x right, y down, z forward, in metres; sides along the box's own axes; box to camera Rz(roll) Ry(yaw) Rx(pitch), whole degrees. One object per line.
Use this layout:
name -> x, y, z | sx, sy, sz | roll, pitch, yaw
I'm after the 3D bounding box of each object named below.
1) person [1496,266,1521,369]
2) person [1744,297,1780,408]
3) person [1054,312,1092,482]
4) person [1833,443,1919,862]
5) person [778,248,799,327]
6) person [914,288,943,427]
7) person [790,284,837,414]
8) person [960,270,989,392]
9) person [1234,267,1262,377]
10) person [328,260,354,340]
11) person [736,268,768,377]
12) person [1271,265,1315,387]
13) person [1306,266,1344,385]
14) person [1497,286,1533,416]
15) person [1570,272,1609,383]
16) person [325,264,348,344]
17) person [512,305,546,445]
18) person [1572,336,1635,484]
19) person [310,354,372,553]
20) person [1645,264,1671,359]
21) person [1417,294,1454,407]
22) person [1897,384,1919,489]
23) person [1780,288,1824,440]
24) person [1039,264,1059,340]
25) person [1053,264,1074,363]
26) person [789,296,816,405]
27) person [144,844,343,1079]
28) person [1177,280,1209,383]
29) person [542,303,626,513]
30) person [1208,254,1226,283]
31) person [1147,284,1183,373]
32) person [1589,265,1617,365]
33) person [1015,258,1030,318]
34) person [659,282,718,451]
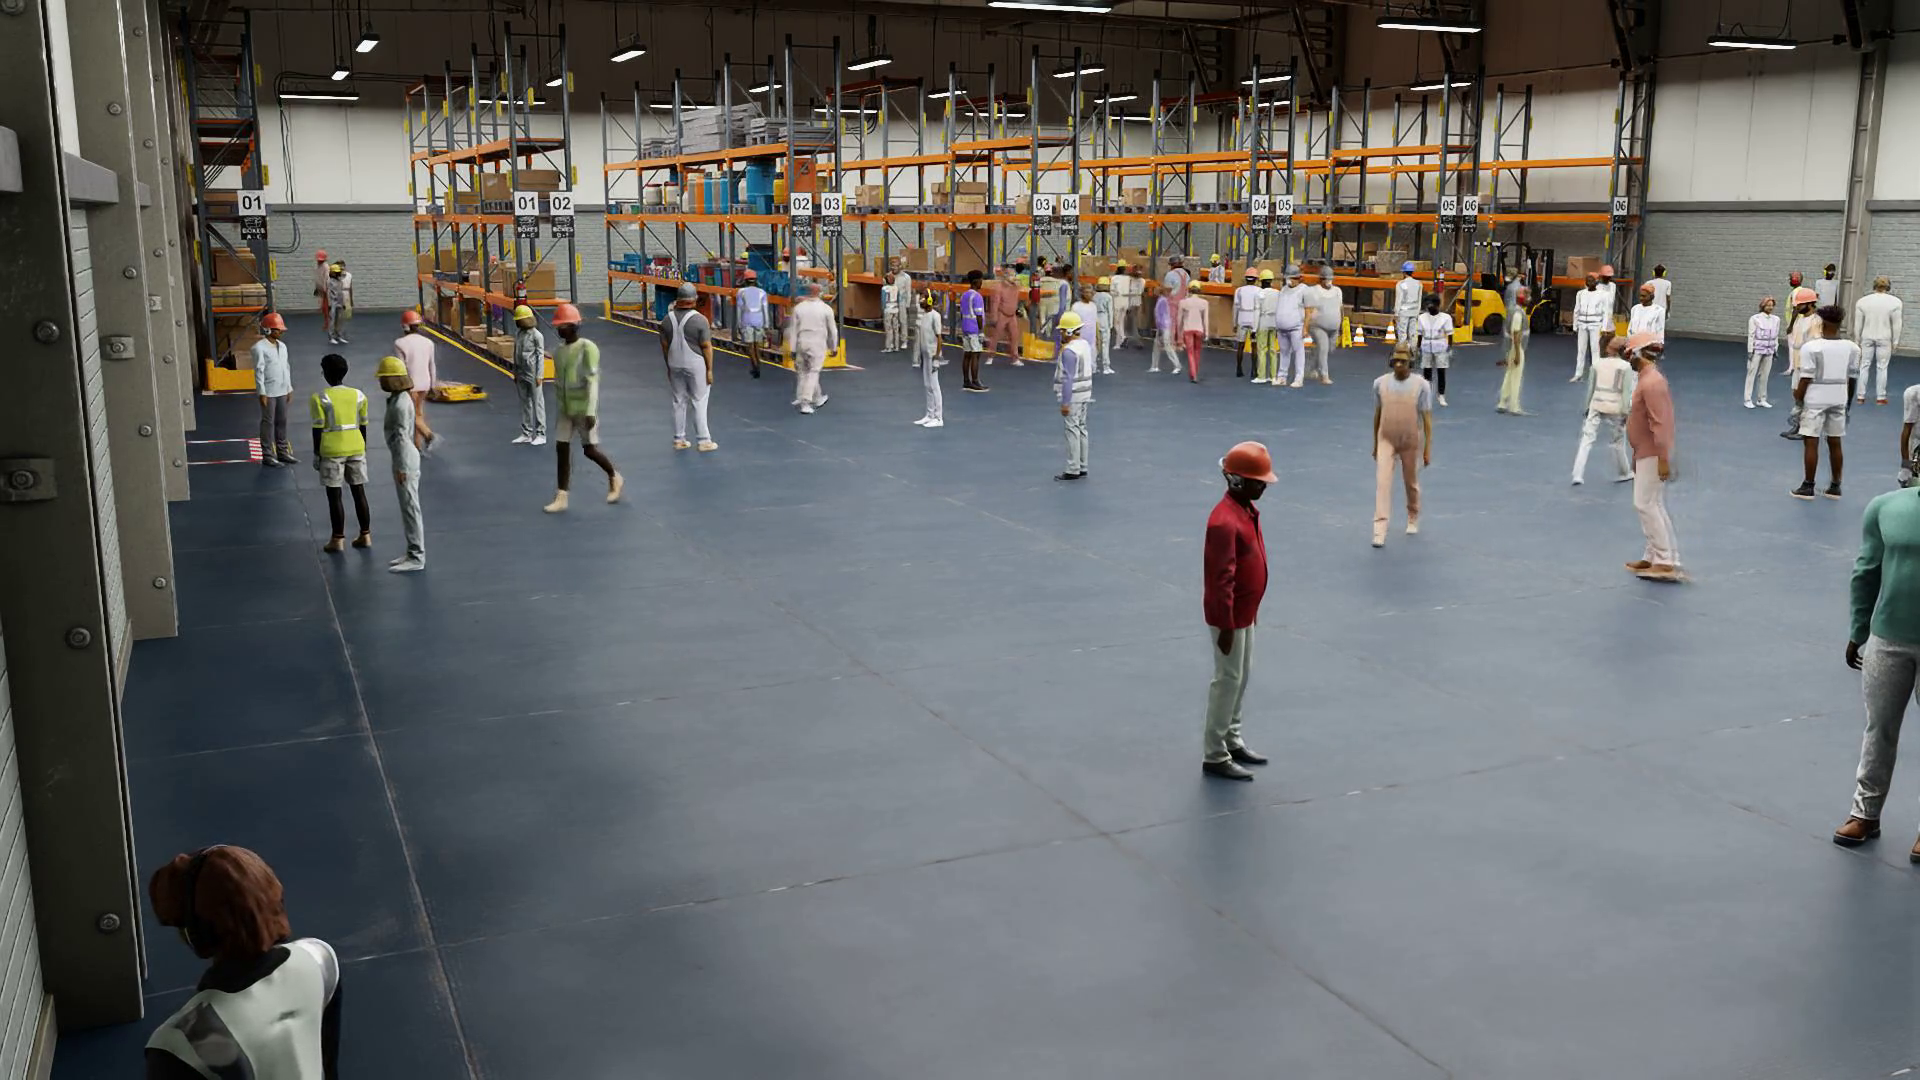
person -> 10.157, -4.093, 30.680 | 0.406, 1.908, 0.735 | 3, 12, 16
person -> 11.881, -2.771, 24.635 | 0.511, 1.641, 0.309 | -3, 11, -14
person -> 1.210, -1.539, 17.916 | 0.403, 1.824, 0.597 | 4, 12, 21
person -> 4.290, 0.465, 7.427 | 0.372, 1.940, 0.632 | -11, 15, -44
person -> -4.374, -6.364, 41.991 | 0.611, 1.995, 0.376 | -2, 11, -10
person -> -0.411, -2.461, 22.476 | 0.317, 1.870, 0.523 | -5, 12, -22
person -> -2.076, -2.781, 24.144 | 0.648, 1.849, 1.015 | 6, 13, 27
person -> 0.222, -3.385, 26.923 | 0.368, 1.967, 0.600 | -6, 13, -27
person -> 5.090, -3.821, 29.263 | 0.543, 1.922, 0.411 | 4, 12, 19
person -> -14.050, -5.448, 37.776 | 0.454, 1.817, 0.632 | 9, 14, 38
person -> -3.619, -3.809, 29.237 | 0.554, 1.908, 0.810 | -5, 12, -24
person -> 5.484, -3.554, 27.594 | 0.535, 2.000, 0.674 | -9, 14, -39
person -> 6.131, -3.670, 28.183 | 0.685, 2.000, 0.839 | -5, 12, -22
person -> 7.951, -2.693, 23.754 | 0.404, 1.851, 0.571 | 3, 11, 14
person -> 10.675, -3.595, 28.200 | 0.585, 1.882, 0.337 | 11, 16, 44
person -> -13.802, -5.222, 36.827 | 0.317, 1.743, 0.488 | 5, 12, 23
person -> -5.400, -2.054, 20.751 | 0.484, 1.735, 0.311 | 7, 13, 33
person -> 6.879, -1.375, 17.659 | 0.876, 1.591, 0.569 | -8, 13, -34
person -> -5.279, -0.743, 14.204 | 0.323, 1.688, 0.530 | 8, 14, 35
person -> 13.751, -4.502, 32.845 | 0.519, 1.873, 0.328 | 4, 12, 21
person -> 7.078, -2.829, 24.819 | 0.551, 1.687, 0.324 | 8, 14, 36
person -> 7.502, -0.575, 12.890 | 0.508, 1.872, 0.328 | -4, 12, -18
person -> 10.731, -2.233, 21.191 | 0.391, 1.923, 0.549 | 1, 11, 3
person -> 1.975, -5.390, 37.704 | 0.564, 1.728, 0.692 | -1, 11, -5
person -> 2.045, -4.320, 31.858 | 0.608, 1.895, 0.640 | 1, 11, 3
person -> -2.351, -2.844, 25.009 | 0.307, 1.641, 0.514 | 10, 15, 40
person -> -1.438, 1.403, 3.425 | 0.308, 1.639, 0.511 | 3, 11, 14
person -> 3.961, -3.564, 28.444 | 0.530, 1.718, 0.802 | -1, 11, -7
person -> -3.705, -1.292, 16.170 | 0.634, 2.019, 0.853 | 6, 13, 30
person -> 6.642, -6.503, 43.157 | 0.403, 1.821, 0.595 | -5, 12, -24
person -> 3.722, -3.820, 30.081 | 0.673, 1.623, 0.548 | 0, 11, 2
person -> 12.094, -4.209, 31.270 | 0.571, 1.902, 0.618 | -4, 12, -19
person -> 1.517, -6.334, 42.519 | 0.566, 1.720, 0.761 | -5, 12, -24
person -> -3.261, -2.107, 20.241 | 0.689, 2.000, 0.539 | 5, 12, 24
